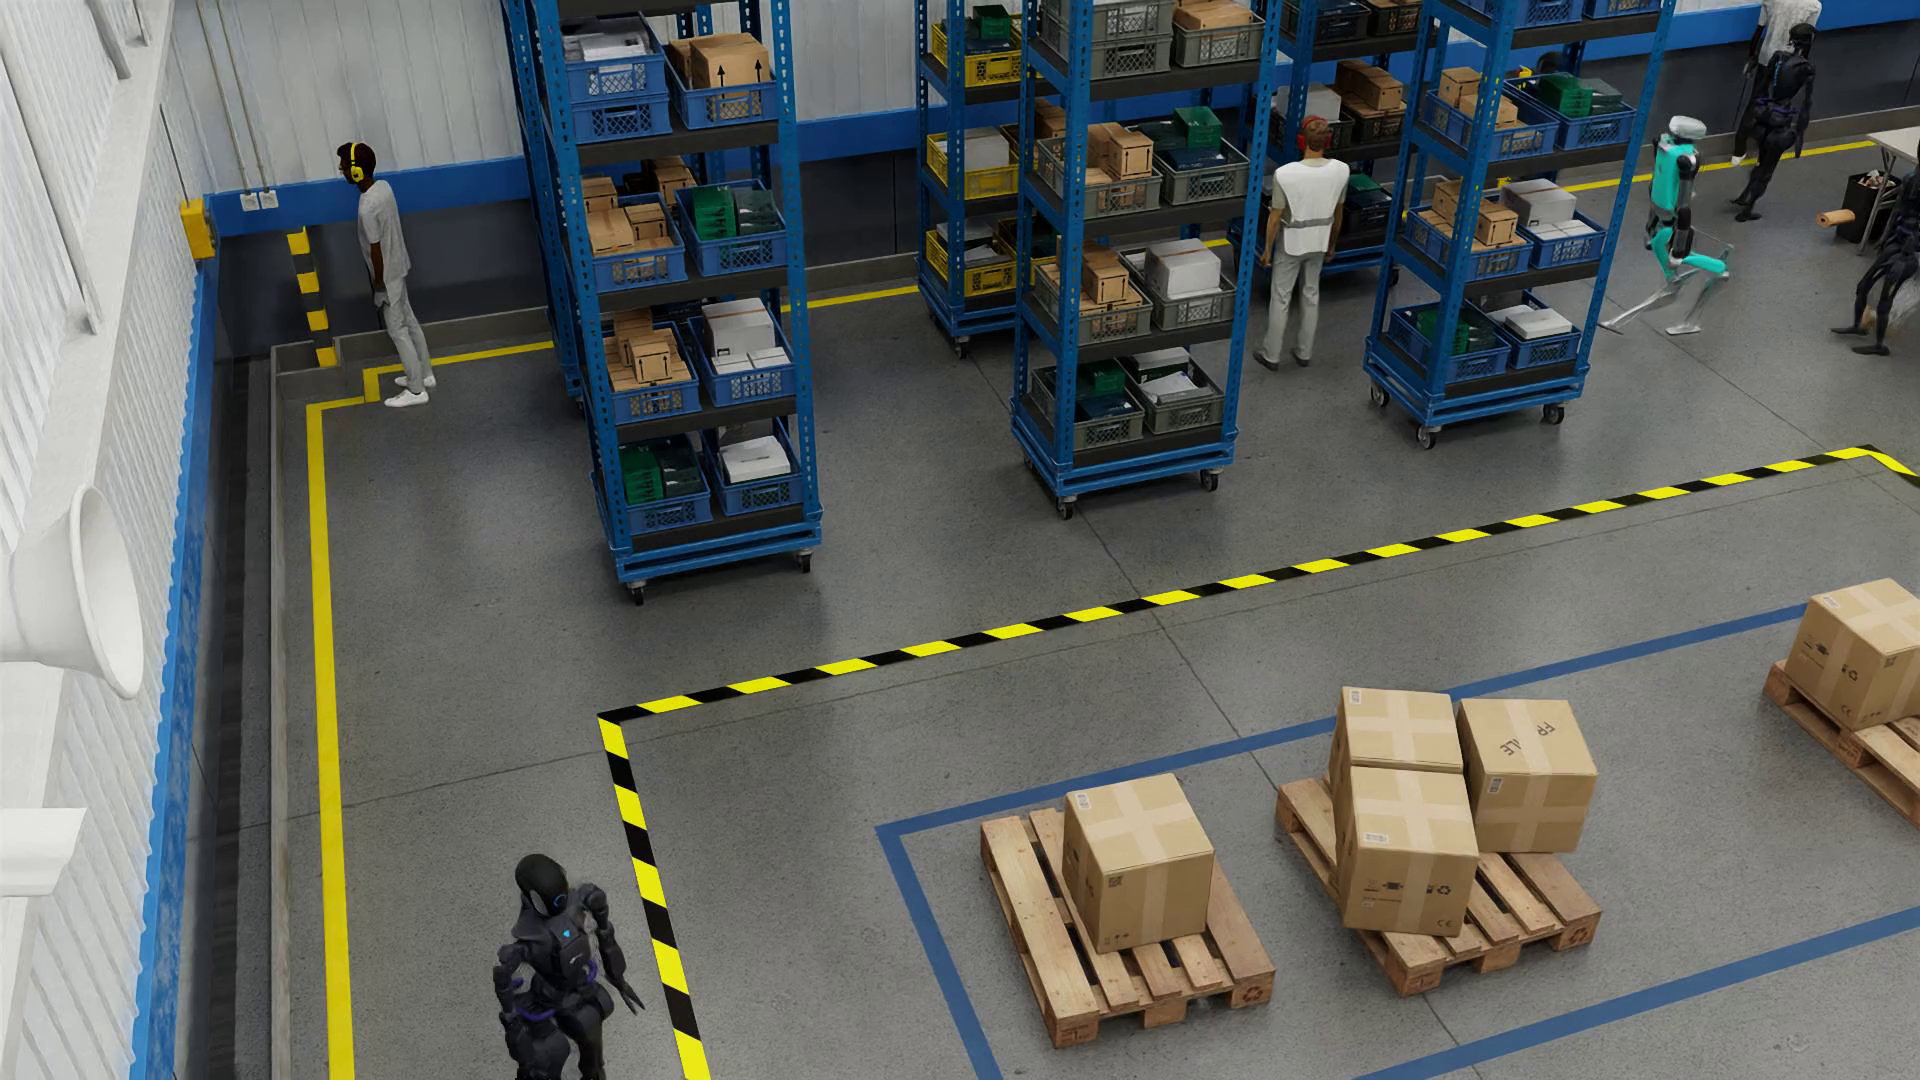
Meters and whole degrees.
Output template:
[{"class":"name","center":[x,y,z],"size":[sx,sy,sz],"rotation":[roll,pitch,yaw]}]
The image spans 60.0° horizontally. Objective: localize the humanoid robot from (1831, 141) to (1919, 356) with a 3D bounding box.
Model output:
[{"class":"humanoid robot","center":[6.637,-2.081,11.783],"size":[0.384,1.655,0.608],"rotation":[9,36,13]}]

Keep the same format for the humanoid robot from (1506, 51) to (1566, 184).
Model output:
[{"class":"humanoid robot","center":[4.601,-3.051,13.158],"size":[0.393,1.641,0.611],"rotation":[24,42,30]}]

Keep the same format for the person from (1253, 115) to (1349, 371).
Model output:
[{"class":"person","center":[2.385,-2.033,11.585],"size":[0.565,1.833,0.394],"rotation":[-10,36,-14]}]

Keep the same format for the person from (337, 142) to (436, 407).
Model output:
[{"class":"person","center":[-3.862,-1.779,11.199],"size":[0.320,1.865,0.516],"rotation":[-2,35,-3]}]

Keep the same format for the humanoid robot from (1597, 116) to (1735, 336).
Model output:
[{"class":"humanoid robot","center":[5.183,-2.172,11.858],"size":[1.004,1.737,0.538],"rotation":[-2,35,-3]}]

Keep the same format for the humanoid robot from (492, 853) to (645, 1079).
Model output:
[{"class":"humanoid robot","center":[-1.480,1.792,6.279],"size":[0.315,1.657,0.599],"rotation":[23,41,29]}]

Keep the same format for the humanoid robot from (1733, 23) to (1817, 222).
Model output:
[{"class":"humanoid robot","center":[6.728,-3.431,13.695],"size":[0.362,1.646,0.589],"rotation":[-11,37,-15]}]

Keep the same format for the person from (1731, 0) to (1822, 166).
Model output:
[{"class":"person","center":[7.160,-4.159,14.578],"size":[0.512,1.858,0.333],"rotation":[27,43,33]}]

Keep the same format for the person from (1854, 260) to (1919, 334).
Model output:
[{"class":"person","center":[7.123,-2.179,11.827],"size":[0.648,1.787,0.965],"rotation":[-20,40,-26]}]
